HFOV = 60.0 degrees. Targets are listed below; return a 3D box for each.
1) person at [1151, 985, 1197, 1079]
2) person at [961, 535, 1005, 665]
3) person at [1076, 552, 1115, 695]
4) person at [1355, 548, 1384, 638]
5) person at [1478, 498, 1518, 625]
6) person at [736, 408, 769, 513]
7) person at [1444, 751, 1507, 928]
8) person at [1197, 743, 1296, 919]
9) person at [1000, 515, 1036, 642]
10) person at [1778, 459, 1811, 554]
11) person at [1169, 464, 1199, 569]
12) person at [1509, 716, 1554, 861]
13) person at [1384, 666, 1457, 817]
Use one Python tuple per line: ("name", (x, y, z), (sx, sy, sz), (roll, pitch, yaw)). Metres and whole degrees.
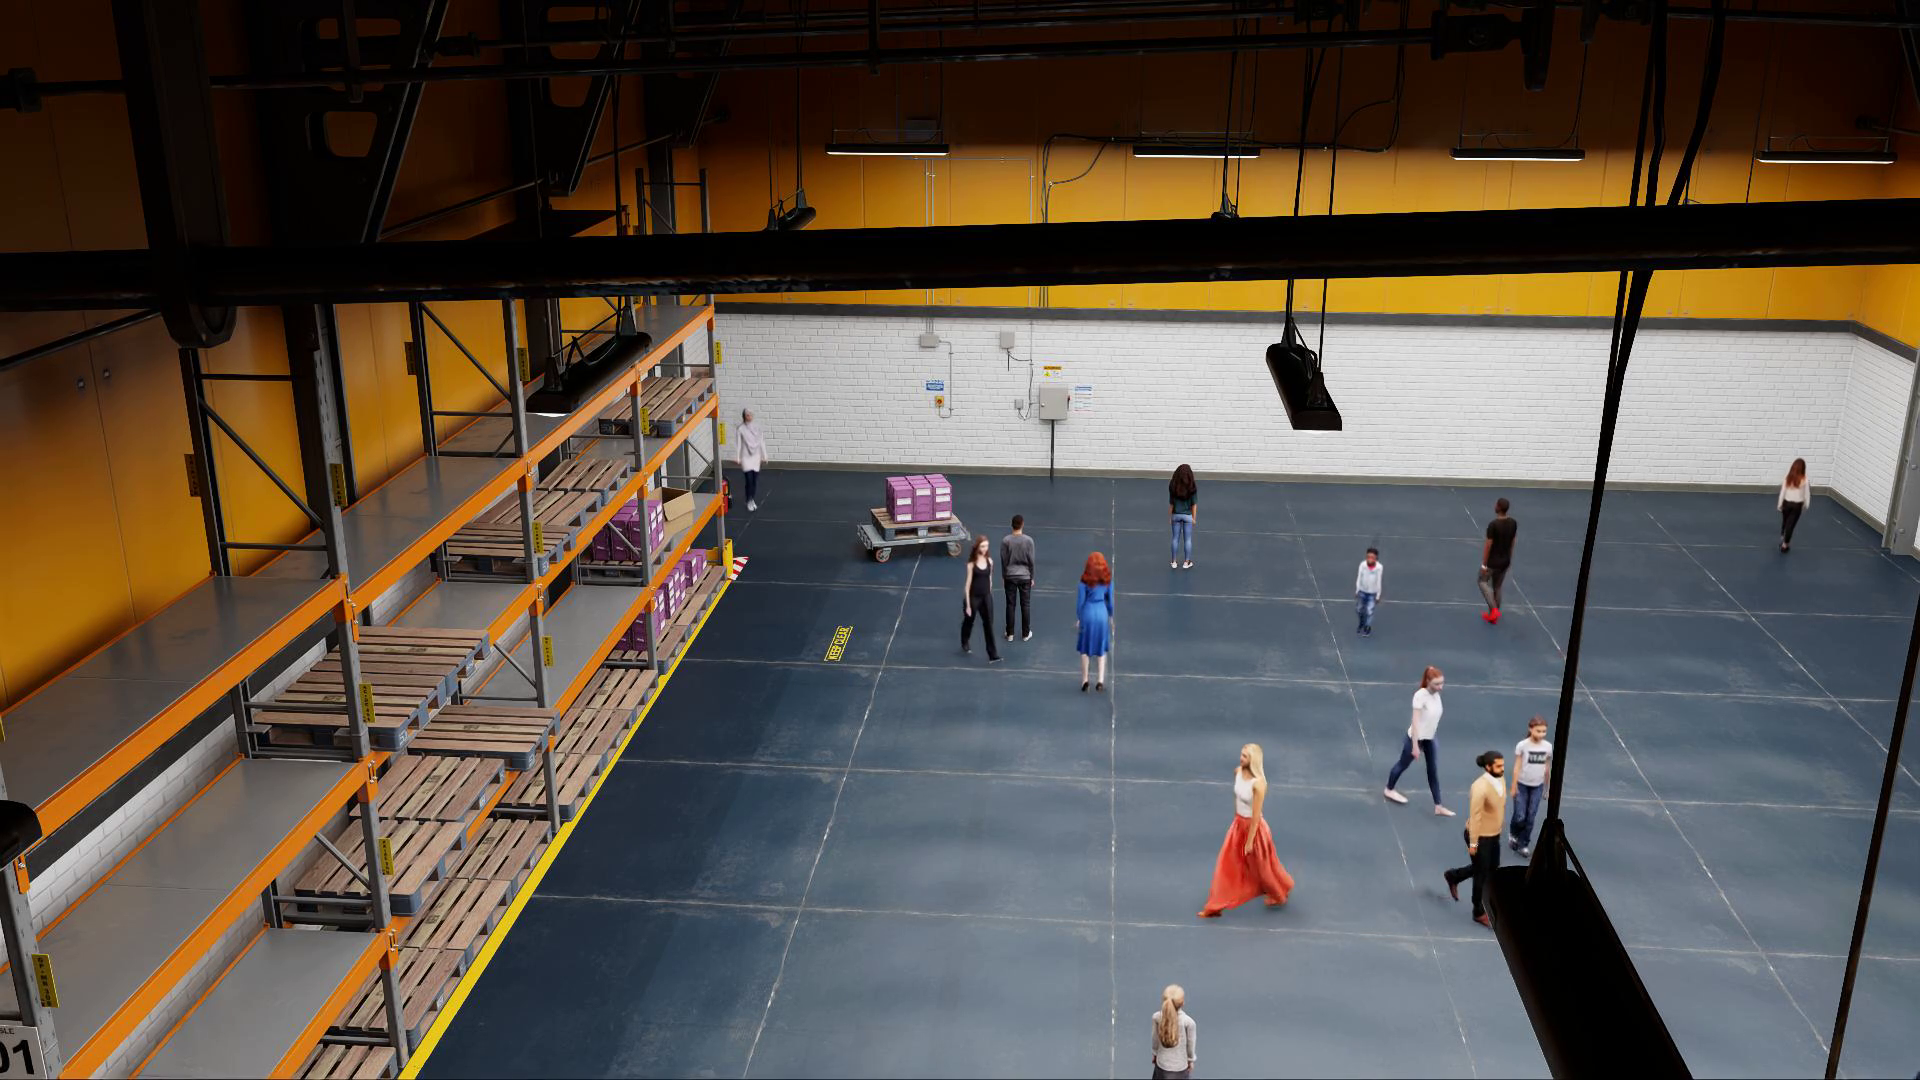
("person", (1.631, 3.983, 12.775), (0.559, 1.276, 0.582), (7, 20, 19))
("person", (0.180, 0.758, 21.723), (1.062, 1.676, 1.244), (-10, 21, -26))
("person", (1.663, 1.046, 20.647), (0.677, 1.819, 0.643), (-3, 19, -10))
("person", (5.574, 0.678, 22.622), (0.567, 1.256, 0.594), (10, 21, 27))
("person", (7.432, 0.325, 22.823), (0.781, 1.796, 0.849), (-6, 20, -17))
("person", (-3.551, -1.384, 27.954), (0.786, 1.760, 0.841), (-10, 21, -28))
("person", (4.868, 2.767, 15.657), (1.002, 1.741, 1.041), (-17, 25, -41))
("person", (2.814, 2.753, 15.679), (1.088, 1.754, 1.272), (-7, 20, -20))
("person", (0.778, 0.503, 22.348), (0.616, 1.761, 0.539), (1, 19, 2))
("person", (12.916, -0.511, 25.829), (0.817, 1.462, 0.913), (17, 25, 41))
("person", (3.365, -0.368, 25.162), (0.641, 1.617, 0.645), (5, 19, 14))
("person", (5.745, 2.457, 16.874), (0.557, 1.553, 0.614), (0, 19, 1))
("person", (4.837, 2.099, 17.731), (1.052, 1.682, 1.133), (-16, 24, -39))
